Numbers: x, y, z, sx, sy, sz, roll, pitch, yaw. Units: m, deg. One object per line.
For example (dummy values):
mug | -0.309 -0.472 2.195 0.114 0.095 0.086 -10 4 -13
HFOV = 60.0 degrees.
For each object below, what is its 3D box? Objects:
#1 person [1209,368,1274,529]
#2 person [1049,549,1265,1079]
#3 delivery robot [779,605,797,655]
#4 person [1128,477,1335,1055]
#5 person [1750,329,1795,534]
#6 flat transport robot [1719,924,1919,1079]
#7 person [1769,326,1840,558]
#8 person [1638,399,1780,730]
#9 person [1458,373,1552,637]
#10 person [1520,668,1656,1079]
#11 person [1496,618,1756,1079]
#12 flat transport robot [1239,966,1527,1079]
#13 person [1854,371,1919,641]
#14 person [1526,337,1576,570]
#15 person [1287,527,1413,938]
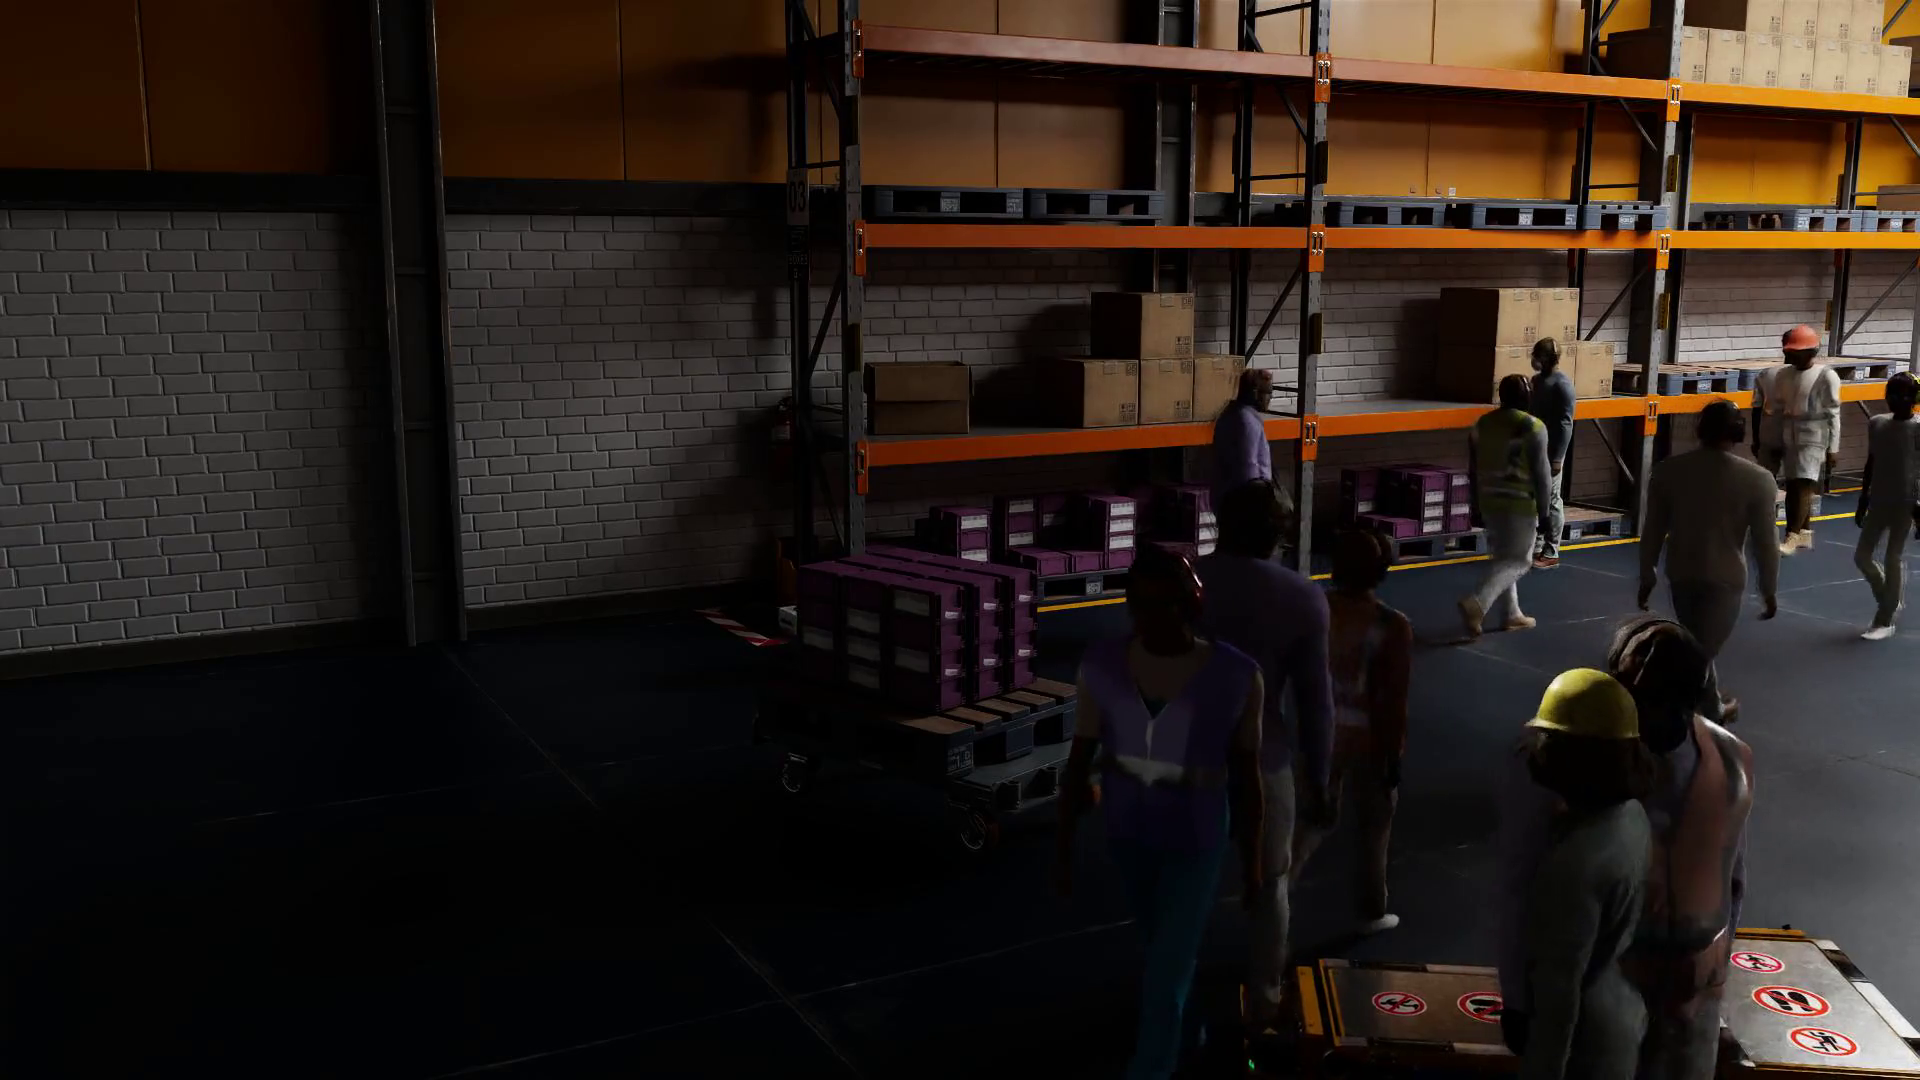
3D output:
person | 1.807 -0.221 11.178 0.567 1.879 0.686 0 10 0
person | 0.583 0.907 4.941 0.588 1.789 0.989 5 11 29
delivery robot | -0.777 0.510 10.510 0.707 0.478 0.477 -6 11 -30
person | 0.829 0.756 5.480 0.780 1.921 0.464 2 10 14
person | 7.381 -0.907 14.879 0.368 1.965 0.609 -8 13 -38
flat transport robot | 2.693 1.572 5.484 0.652 0.197 1.431 1 10 7
person | 7.260 -0.842 14.456 0.791 2.005 0.642 -4 11 -22
person | 3.933 0.209 8.682 1.038 1.883 0.650 -9 13 -41
person | 3.722 -0.230 11.390 0.775 1.820 0.639 -5 11 -27
person | 1.502 1.150 3.804 0.746 1.715 0.498 6 12 32
person | 1.598 1.047 4.120 0.625 1.812 0.875 0 10 -1
flat transport robot | 1.634 1.594 5.356 1.431 0.197 0.652 1 10 7
person | 6.308 -0.223 11.269 0.391 1.848 0.549 -6 12 -31
person | 4.872 -0.723 13.897 0.372 1.940 0.627 -2 10 -9
person | 1.427 0.762 6.261 0.659 1.617 0.521 -9 13 -42
